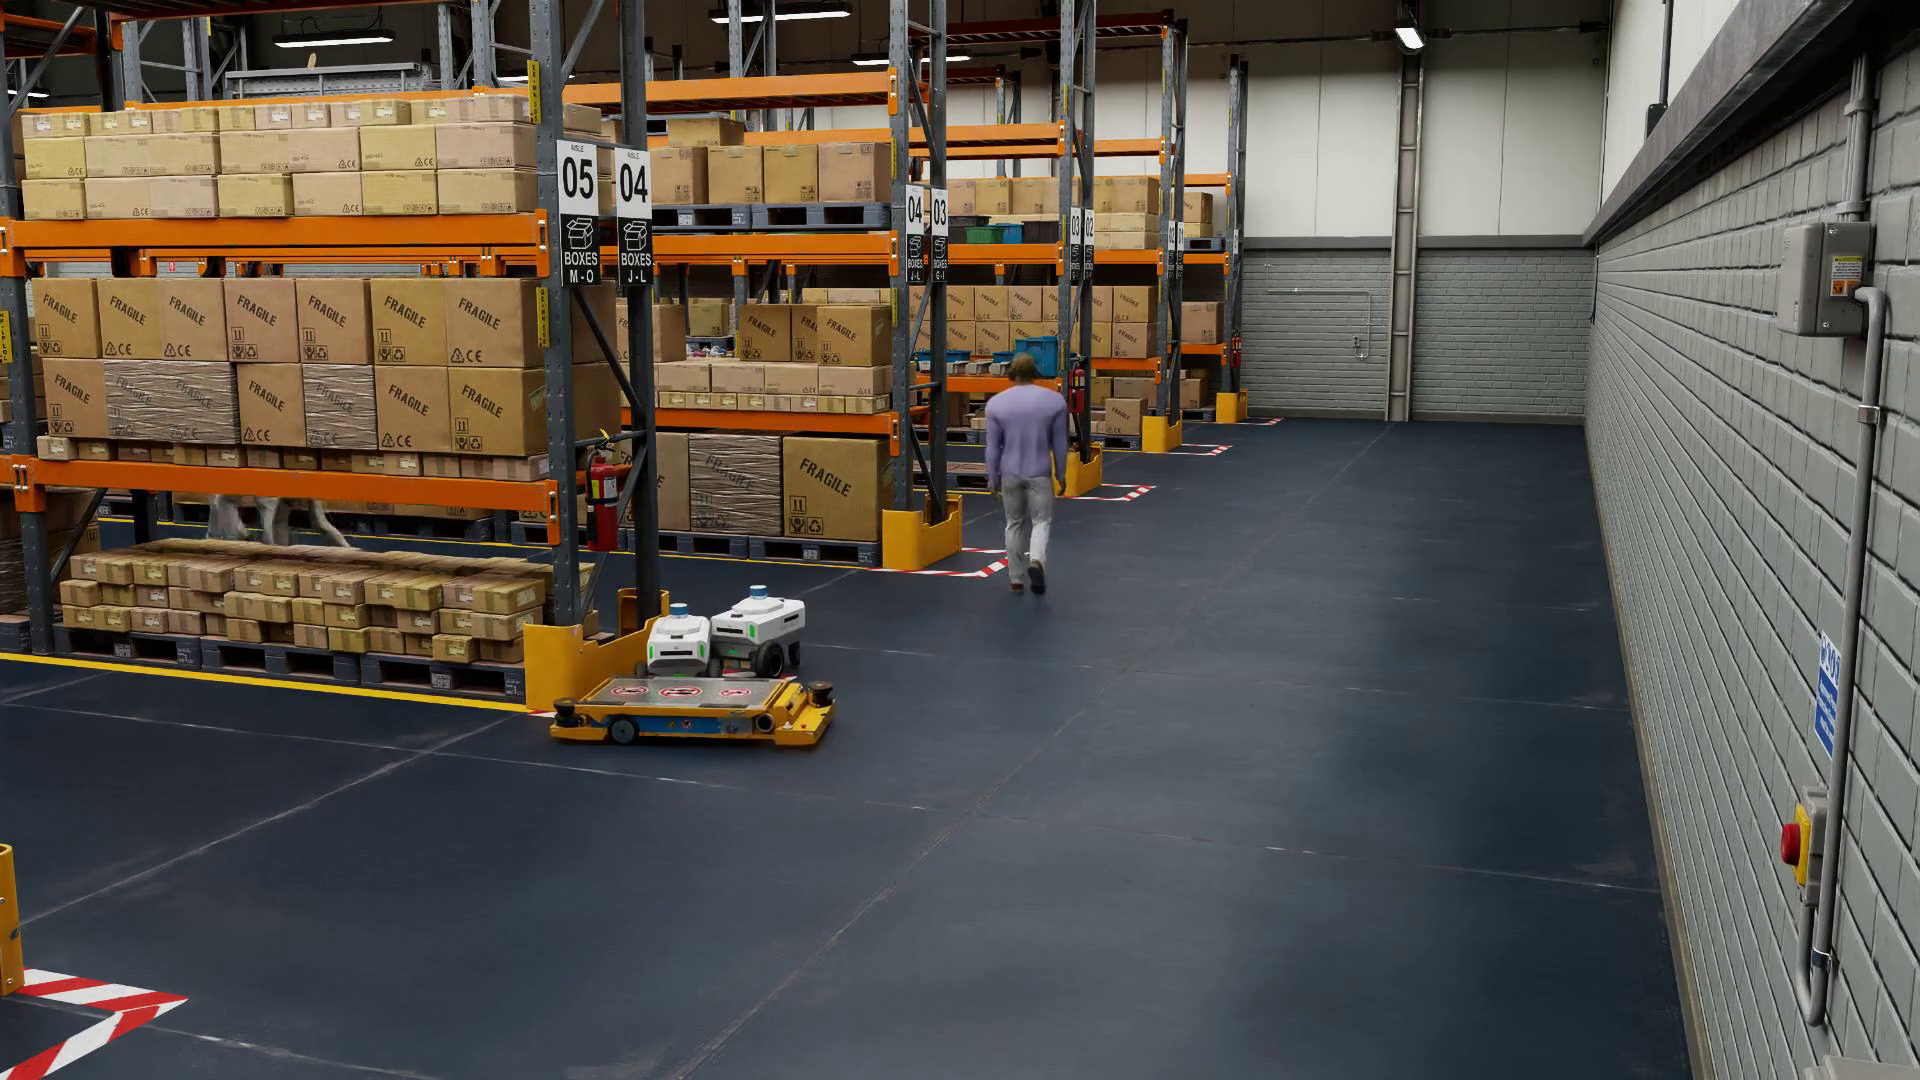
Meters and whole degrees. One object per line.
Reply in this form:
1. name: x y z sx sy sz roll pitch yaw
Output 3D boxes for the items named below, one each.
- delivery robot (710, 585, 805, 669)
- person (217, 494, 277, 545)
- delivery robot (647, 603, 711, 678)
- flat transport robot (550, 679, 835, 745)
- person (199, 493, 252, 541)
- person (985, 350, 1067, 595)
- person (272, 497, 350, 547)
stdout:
1. delivery robot: -1.255 0.526 10.368 0.477 0.478 0.707 4 10 22
2. person: -6.082 -0.651 14.085 0.771 1.814 0.645 5 10 29
3. delivery robot: -1.652 0.618 9.798 0.477 0.478 0.707 -1 9 -6
4. flat transport robot: -1.440 0.921 9.080 1.431 0.197 0.652 1 9 5
5. person: -6.635 -0.778 14.897 0.875 1.811 0.630 6 11 31
6. person: 0.503 -0.495 12.791 0.640 1.919 0.622 1 9 3
7. person: -5.151 -0.500 13.114 0.922 1.838 0.540 3 10 17
